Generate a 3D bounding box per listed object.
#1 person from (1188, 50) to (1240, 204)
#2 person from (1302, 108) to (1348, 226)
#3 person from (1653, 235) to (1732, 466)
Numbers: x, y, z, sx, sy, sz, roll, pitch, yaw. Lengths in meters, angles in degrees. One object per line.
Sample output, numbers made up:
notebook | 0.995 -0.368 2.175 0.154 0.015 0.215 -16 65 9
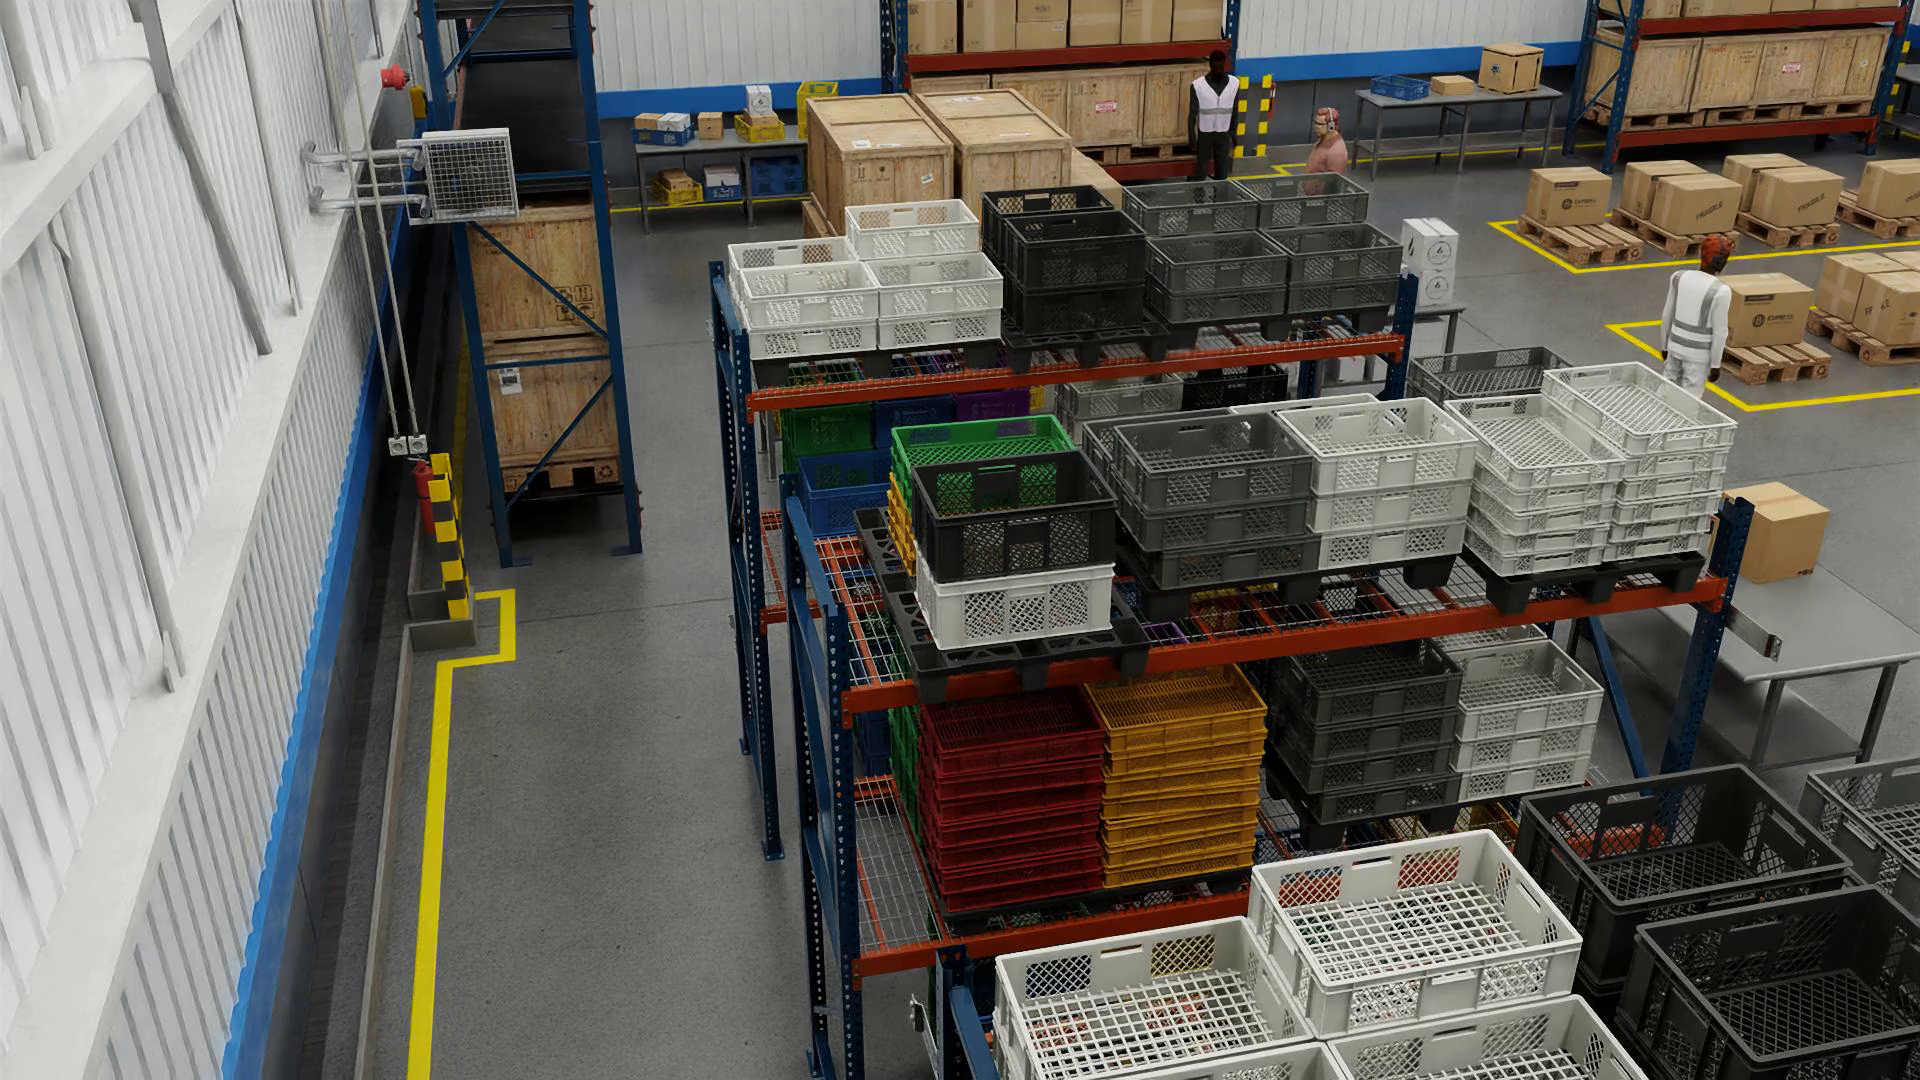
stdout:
person | 2.908 -4.692 19.181 0.599 1.907 0.398 -6 28 -10
person | 3.628 -3.396 16.735 0.400 1.900 0.648 1 28 1
person | 5.755 -1.472 13.091 0.353 1.886 0.572 -13 30 -23
